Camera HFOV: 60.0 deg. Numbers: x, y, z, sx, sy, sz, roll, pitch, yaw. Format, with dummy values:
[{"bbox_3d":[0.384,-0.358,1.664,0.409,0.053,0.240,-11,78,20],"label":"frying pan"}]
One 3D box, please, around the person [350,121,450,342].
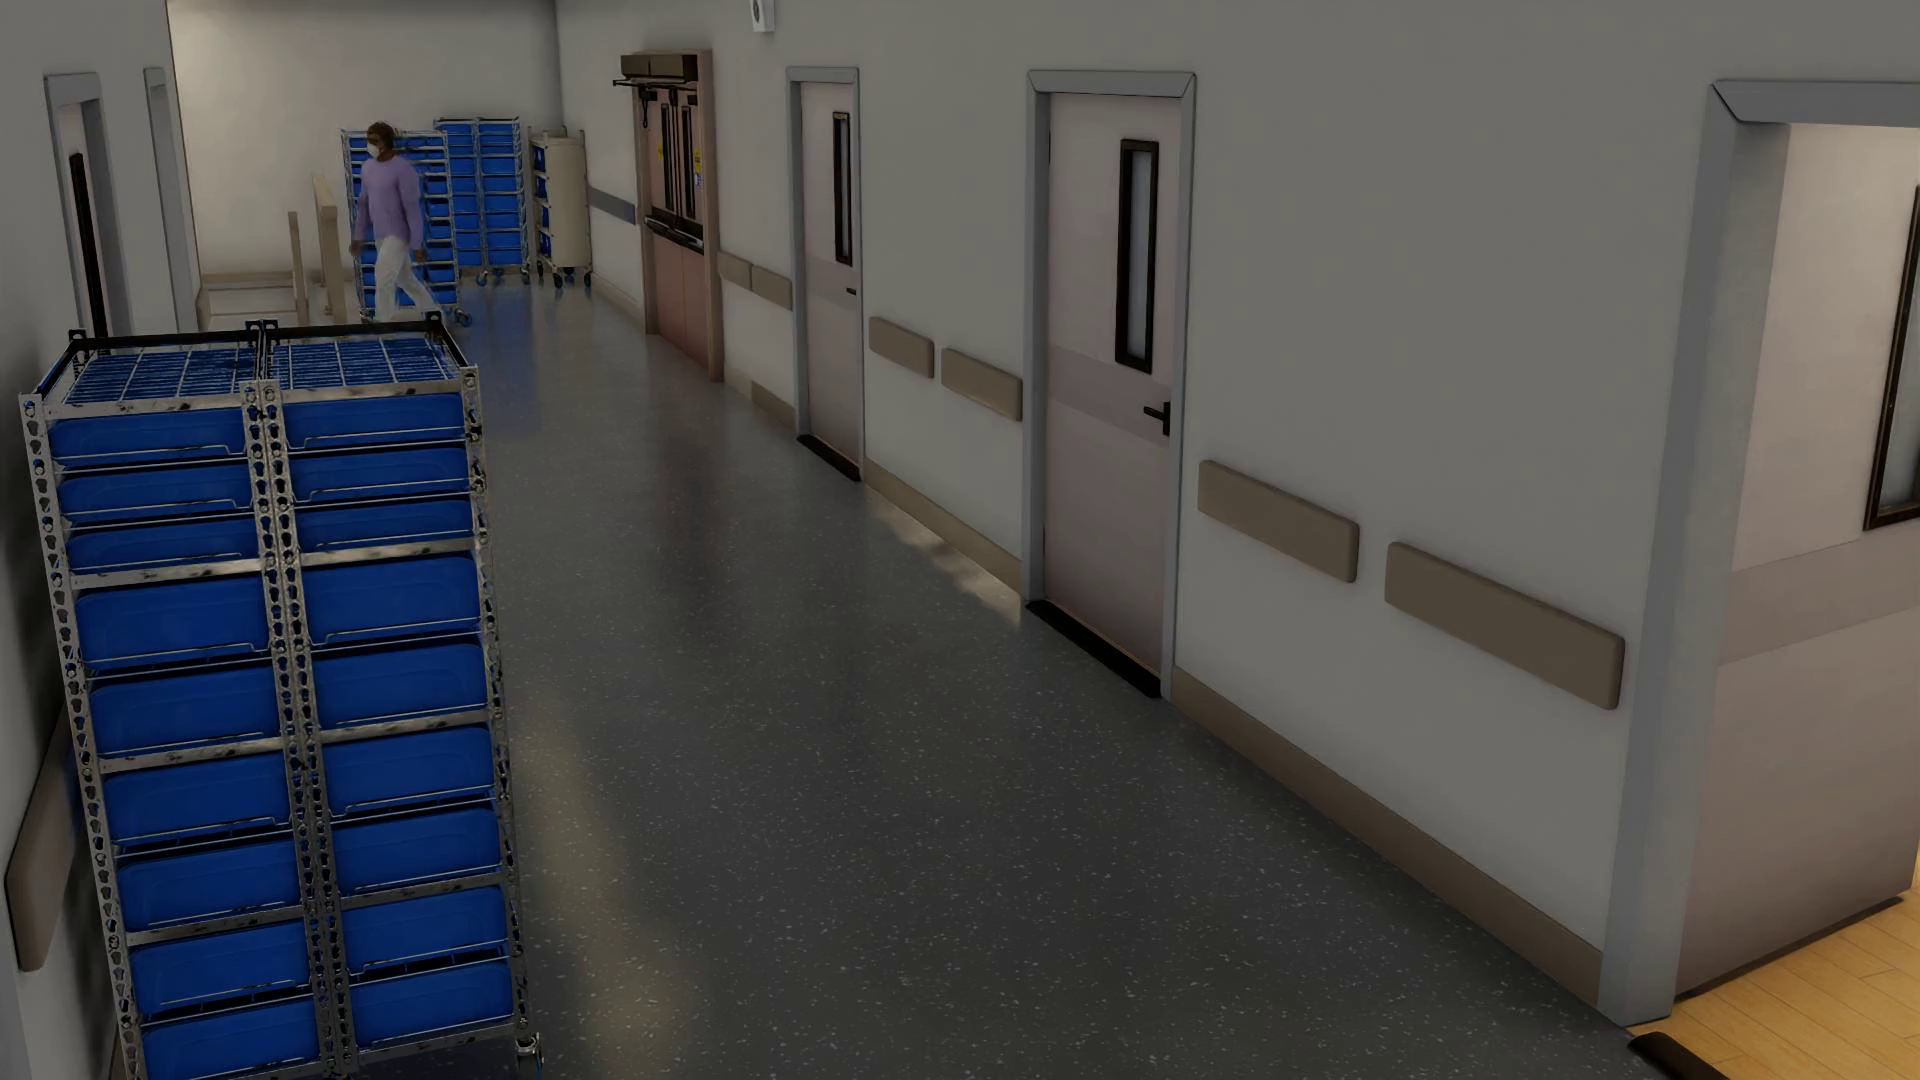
[{"bbox_3d":[-4.705,-2.511,13.822,0.641,1.897,1.010,14,21,39],"label":"person"}]
